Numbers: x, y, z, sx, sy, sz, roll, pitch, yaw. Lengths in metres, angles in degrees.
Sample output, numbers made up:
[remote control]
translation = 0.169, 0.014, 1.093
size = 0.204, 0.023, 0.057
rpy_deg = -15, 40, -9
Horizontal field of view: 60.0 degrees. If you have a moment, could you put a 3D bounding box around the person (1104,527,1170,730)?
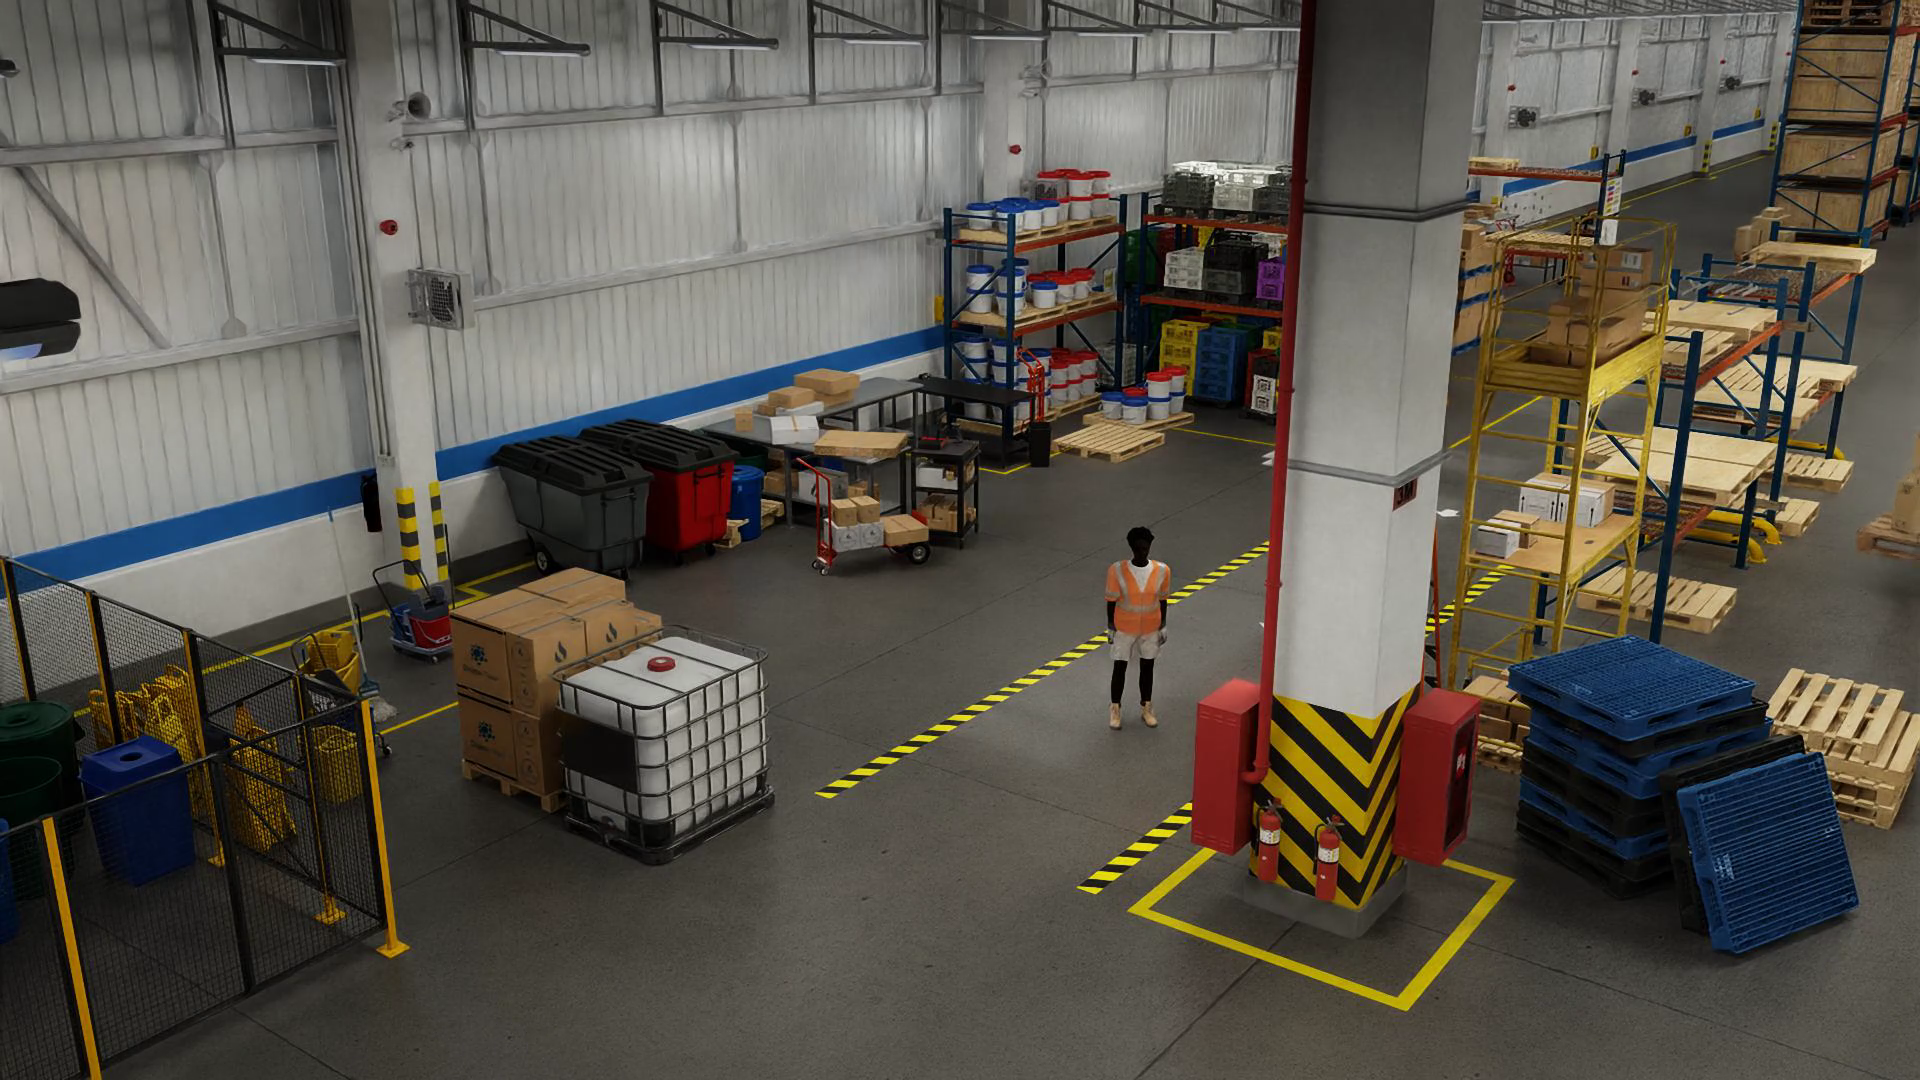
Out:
[person]
translation = 1.417, 0.703, 13.342
size = 0.535, 1.697, 0.318
rpy_deg = -3, 18, -8
